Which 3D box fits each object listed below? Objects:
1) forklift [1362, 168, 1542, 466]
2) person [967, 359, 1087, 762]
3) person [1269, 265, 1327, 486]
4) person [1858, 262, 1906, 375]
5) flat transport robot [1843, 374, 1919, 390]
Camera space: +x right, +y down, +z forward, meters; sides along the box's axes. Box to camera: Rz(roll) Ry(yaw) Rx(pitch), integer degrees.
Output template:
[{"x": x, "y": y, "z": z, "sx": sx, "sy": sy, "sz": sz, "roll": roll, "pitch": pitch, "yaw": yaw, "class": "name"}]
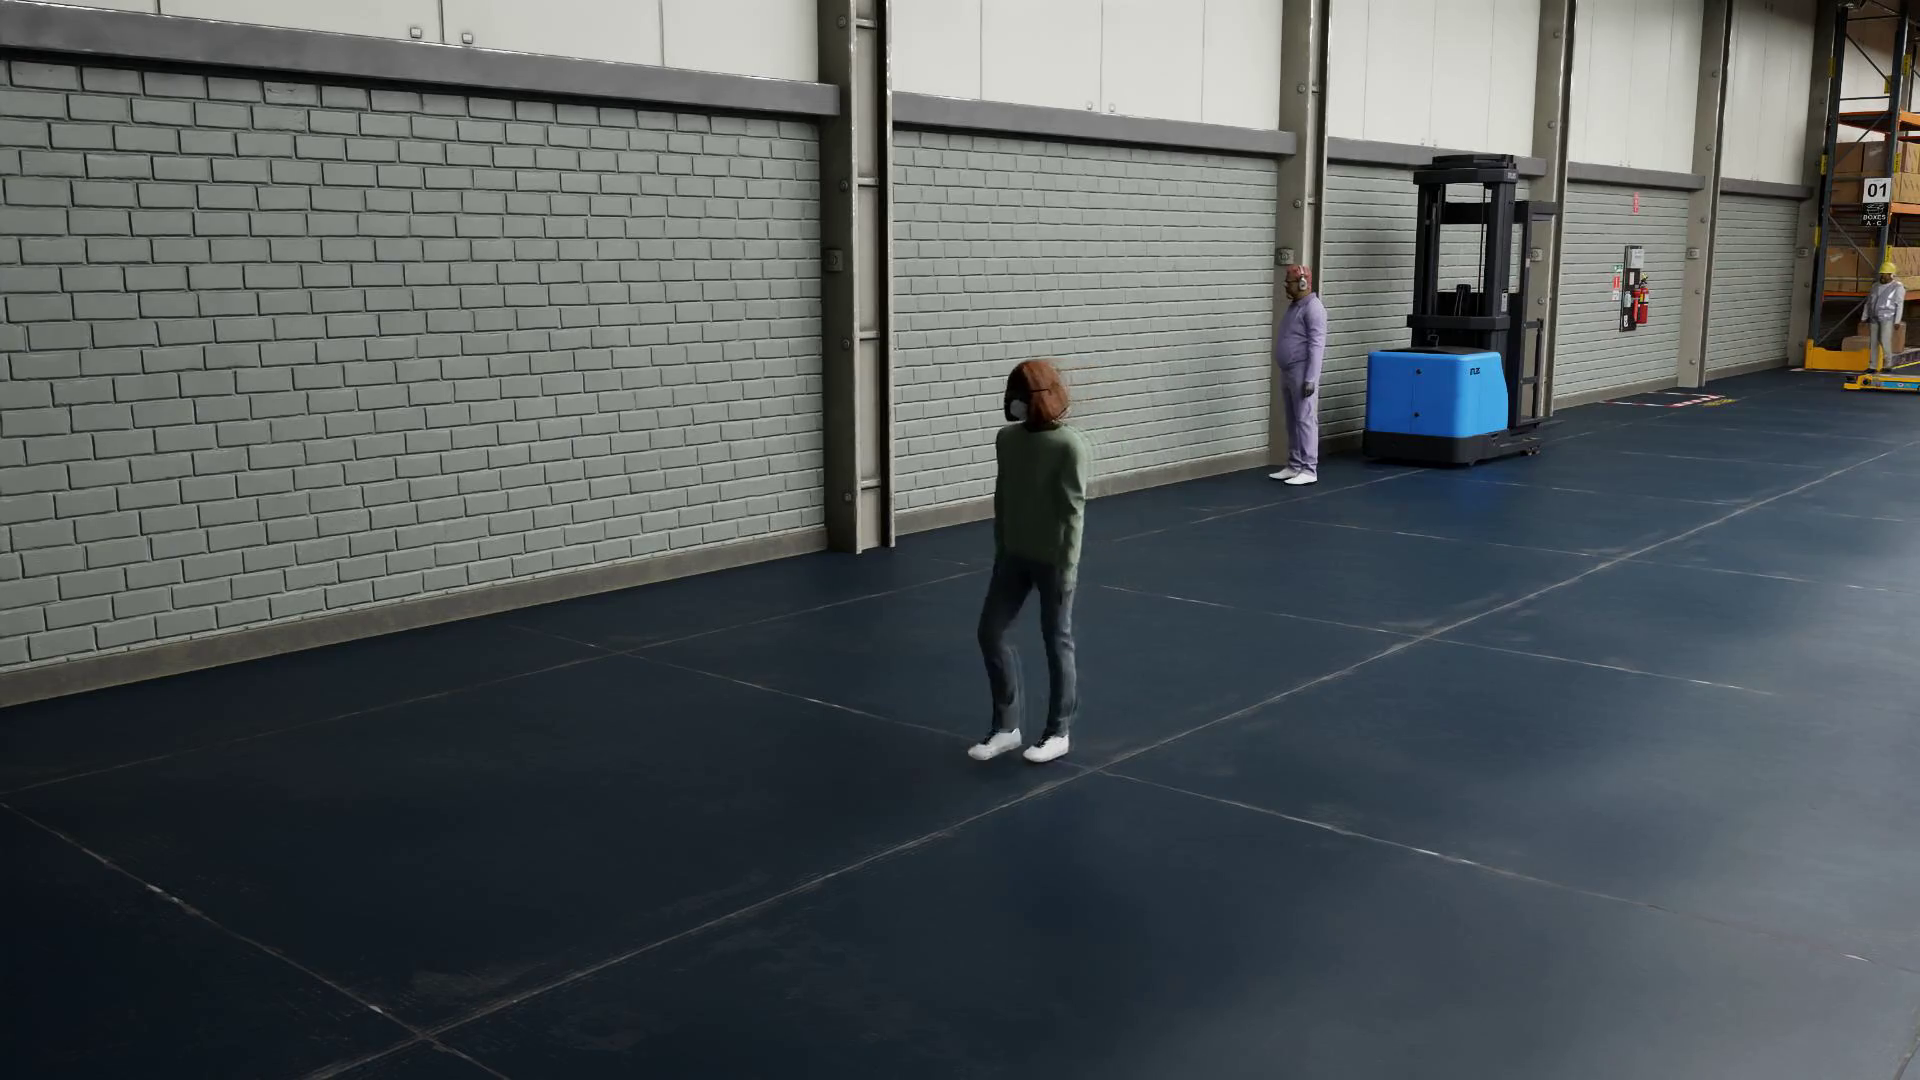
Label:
[{"x": 4.875, "y": -2.212, "z": 16.287, "sx": 1.129, "sy": 2.768, "sz": 1.873, "roll": 8, "pitch": 13, "yaw": 40, "class": "forklift"}, {"x": 0.244, "y": 0.100, "z": 6.564, "sx": 0.557, "sy": 1.614, "sz": 0.523, "roll": -9, "pitch": 14, "yaw": -43, "class": "person"}, {"x": 2.944, "y": -1.439, "z": 14.541, "sx": 0.403, "sy": 1.904, "sz": 0.652, "roll": -1, "pitch": 10, "yaw": -8, "class": "person"}, {"x": 14.954, "y": -3.584, "z": 26.989, "sx": 0.446, "sy": 1.827, "sz": 0.615, "roll": -4, "pitch": 11, "yaw": -20, "class": "person"}, {"x": 13.633, "y": -2.266, "z": 24.016, "sx": 1.431, "sy": 0.197, "sz": 0.652, "roll": 8, "pitch": 13, "yaw": 40, "class": "flat transport robot"}]
